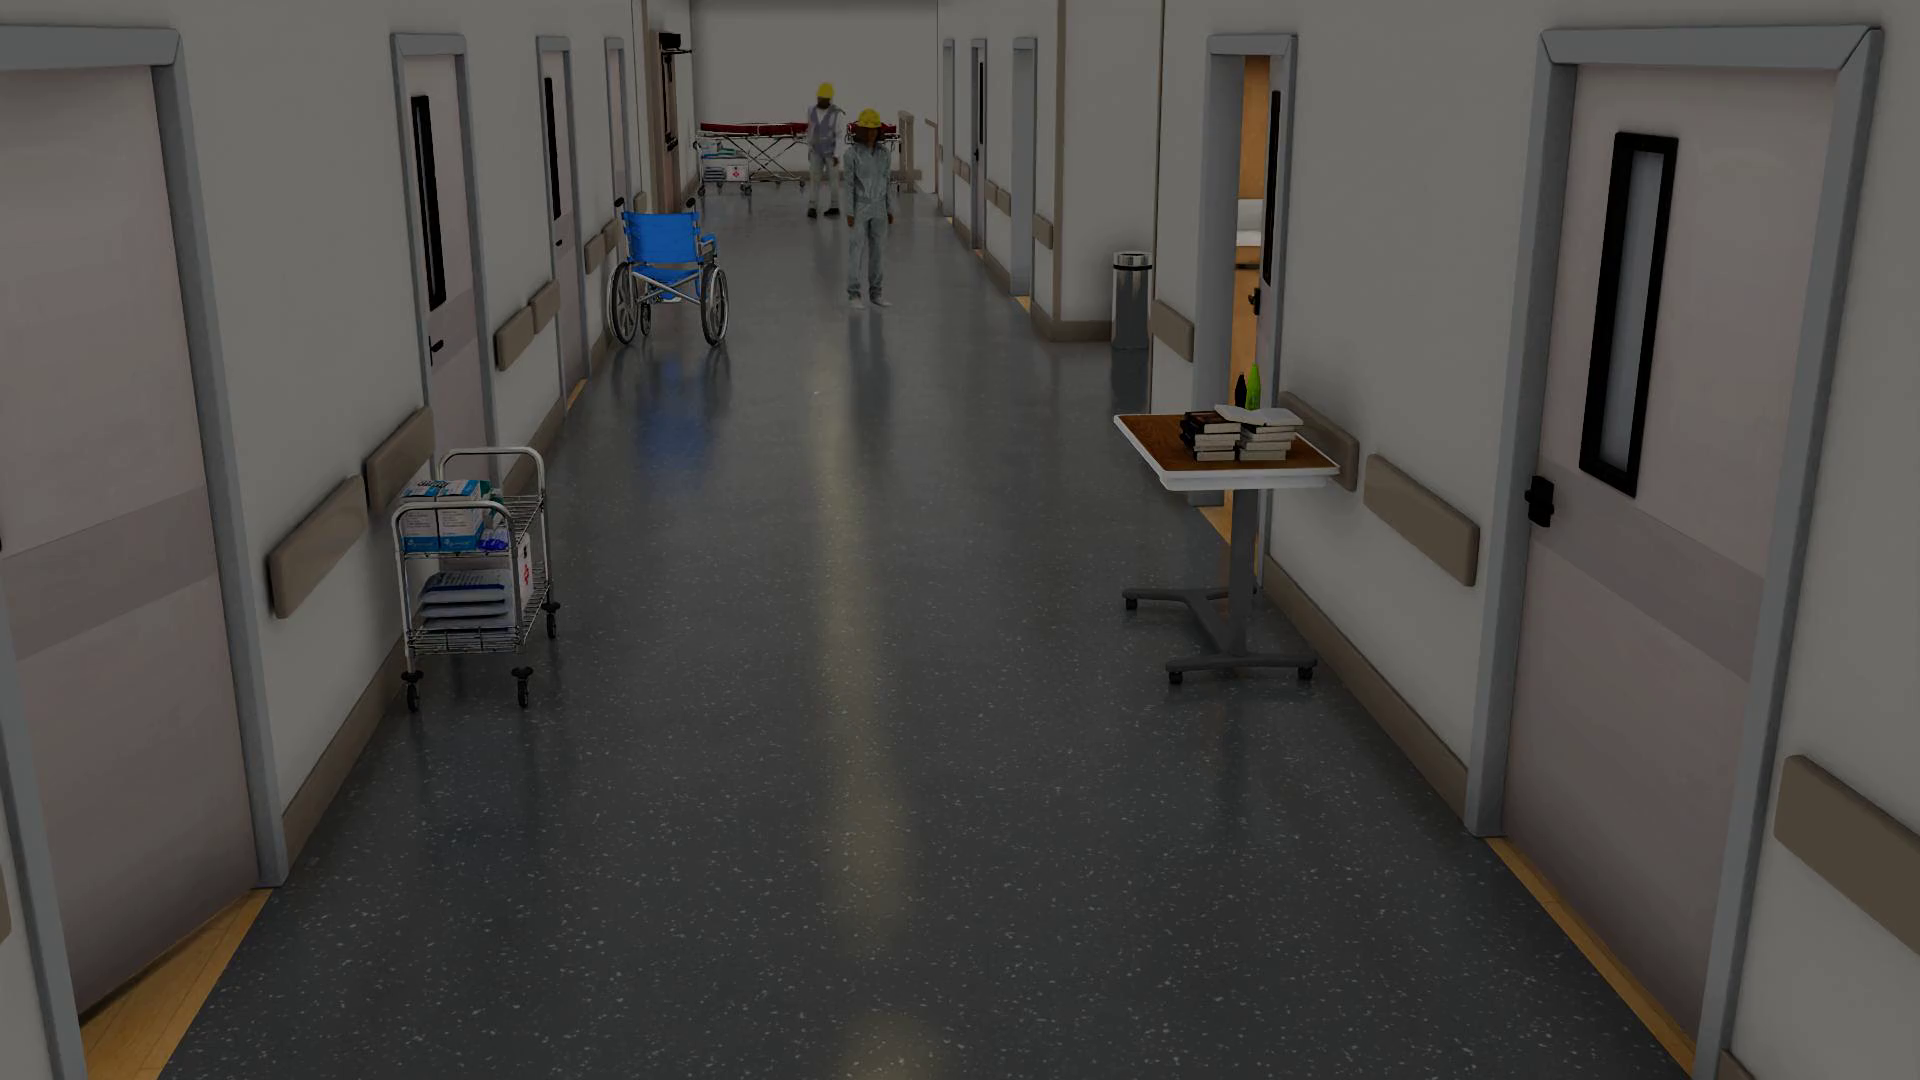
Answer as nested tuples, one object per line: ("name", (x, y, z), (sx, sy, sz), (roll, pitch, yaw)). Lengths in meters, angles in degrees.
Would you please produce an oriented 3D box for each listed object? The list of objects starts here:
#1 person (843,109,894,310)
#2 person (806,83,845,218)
("person", (-0.795, -2.913, 14.696), (0.492, 1.742, 0.320), (-12, 20, -34))
("person", (-1.840, -5.231, 22.376), (0.614, 1.779, 0.861), (6, 18, 20))
